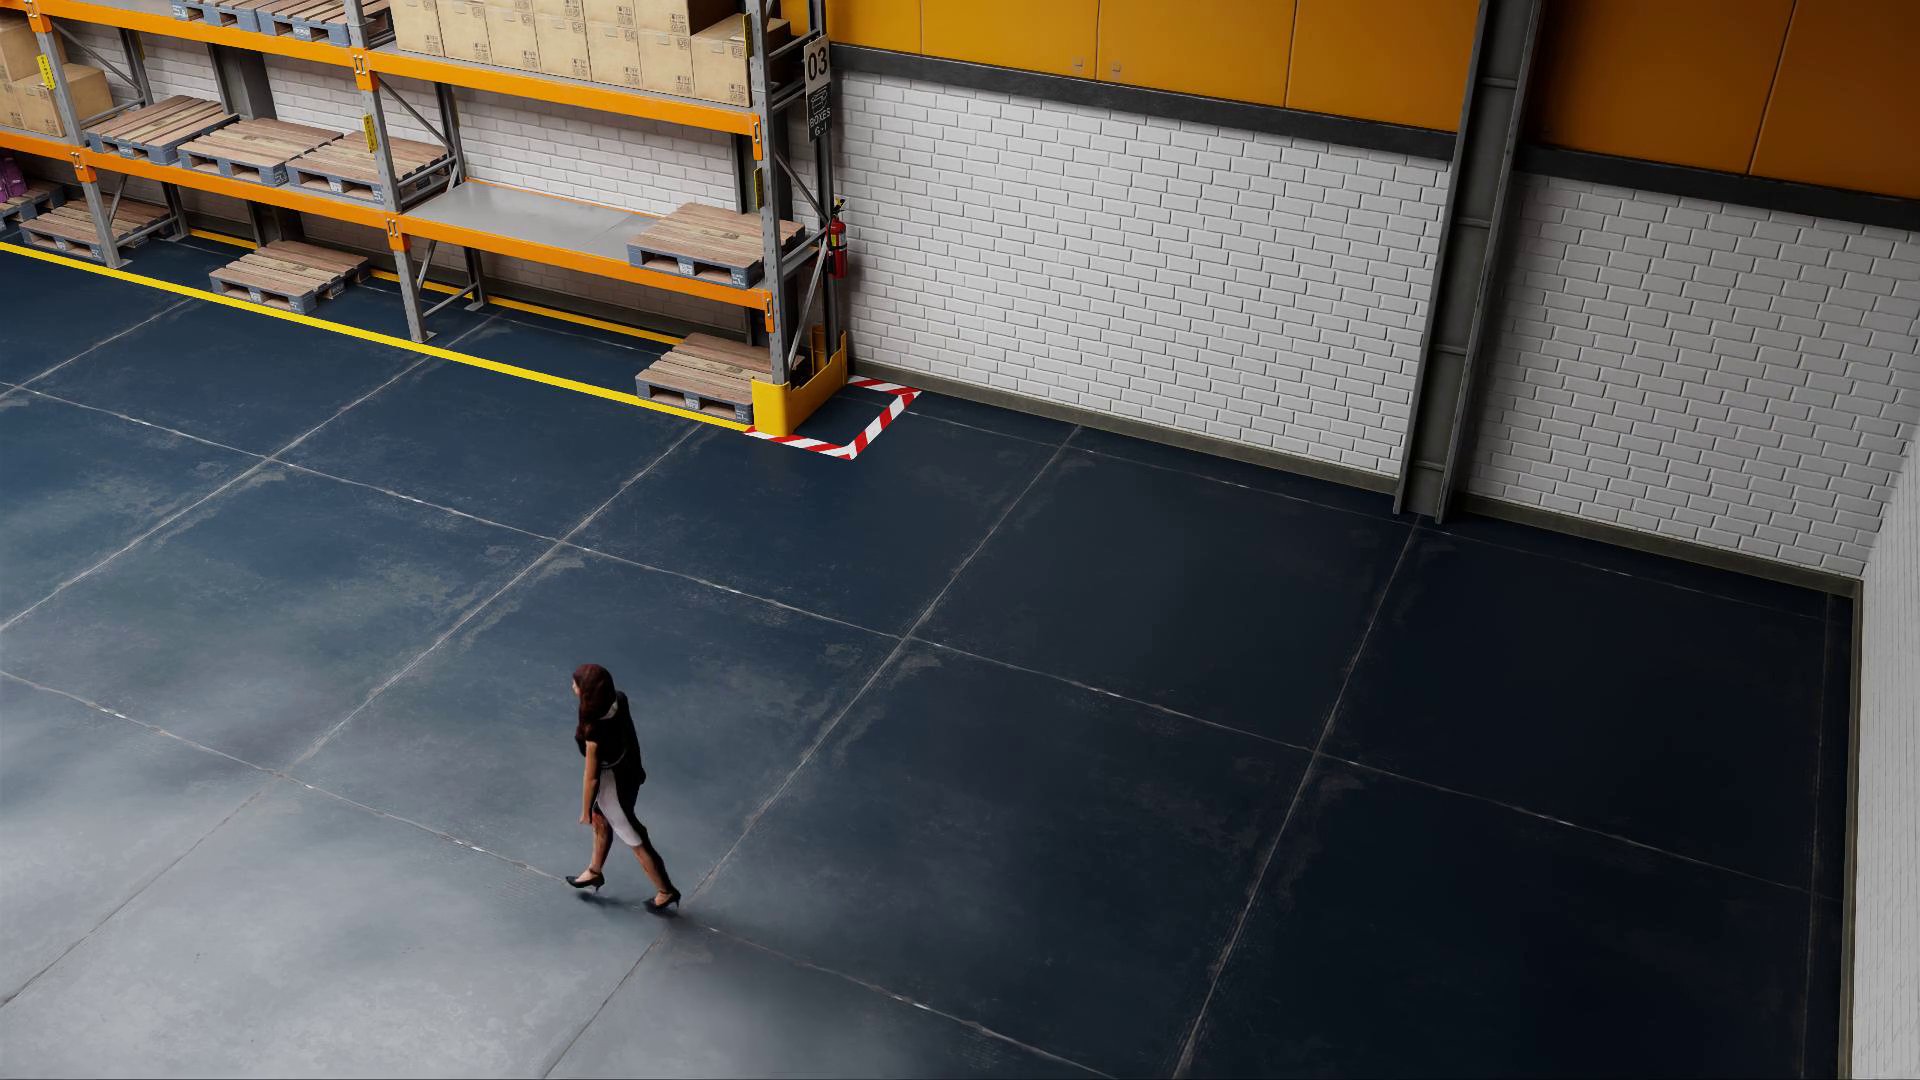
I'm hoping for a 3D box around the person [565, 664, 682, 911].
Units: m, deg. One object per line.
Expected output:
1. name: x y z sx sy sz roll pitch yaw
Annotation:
1. person: -1.817 1.422 9.263 1.024 1.772 0.765 6 34 8
